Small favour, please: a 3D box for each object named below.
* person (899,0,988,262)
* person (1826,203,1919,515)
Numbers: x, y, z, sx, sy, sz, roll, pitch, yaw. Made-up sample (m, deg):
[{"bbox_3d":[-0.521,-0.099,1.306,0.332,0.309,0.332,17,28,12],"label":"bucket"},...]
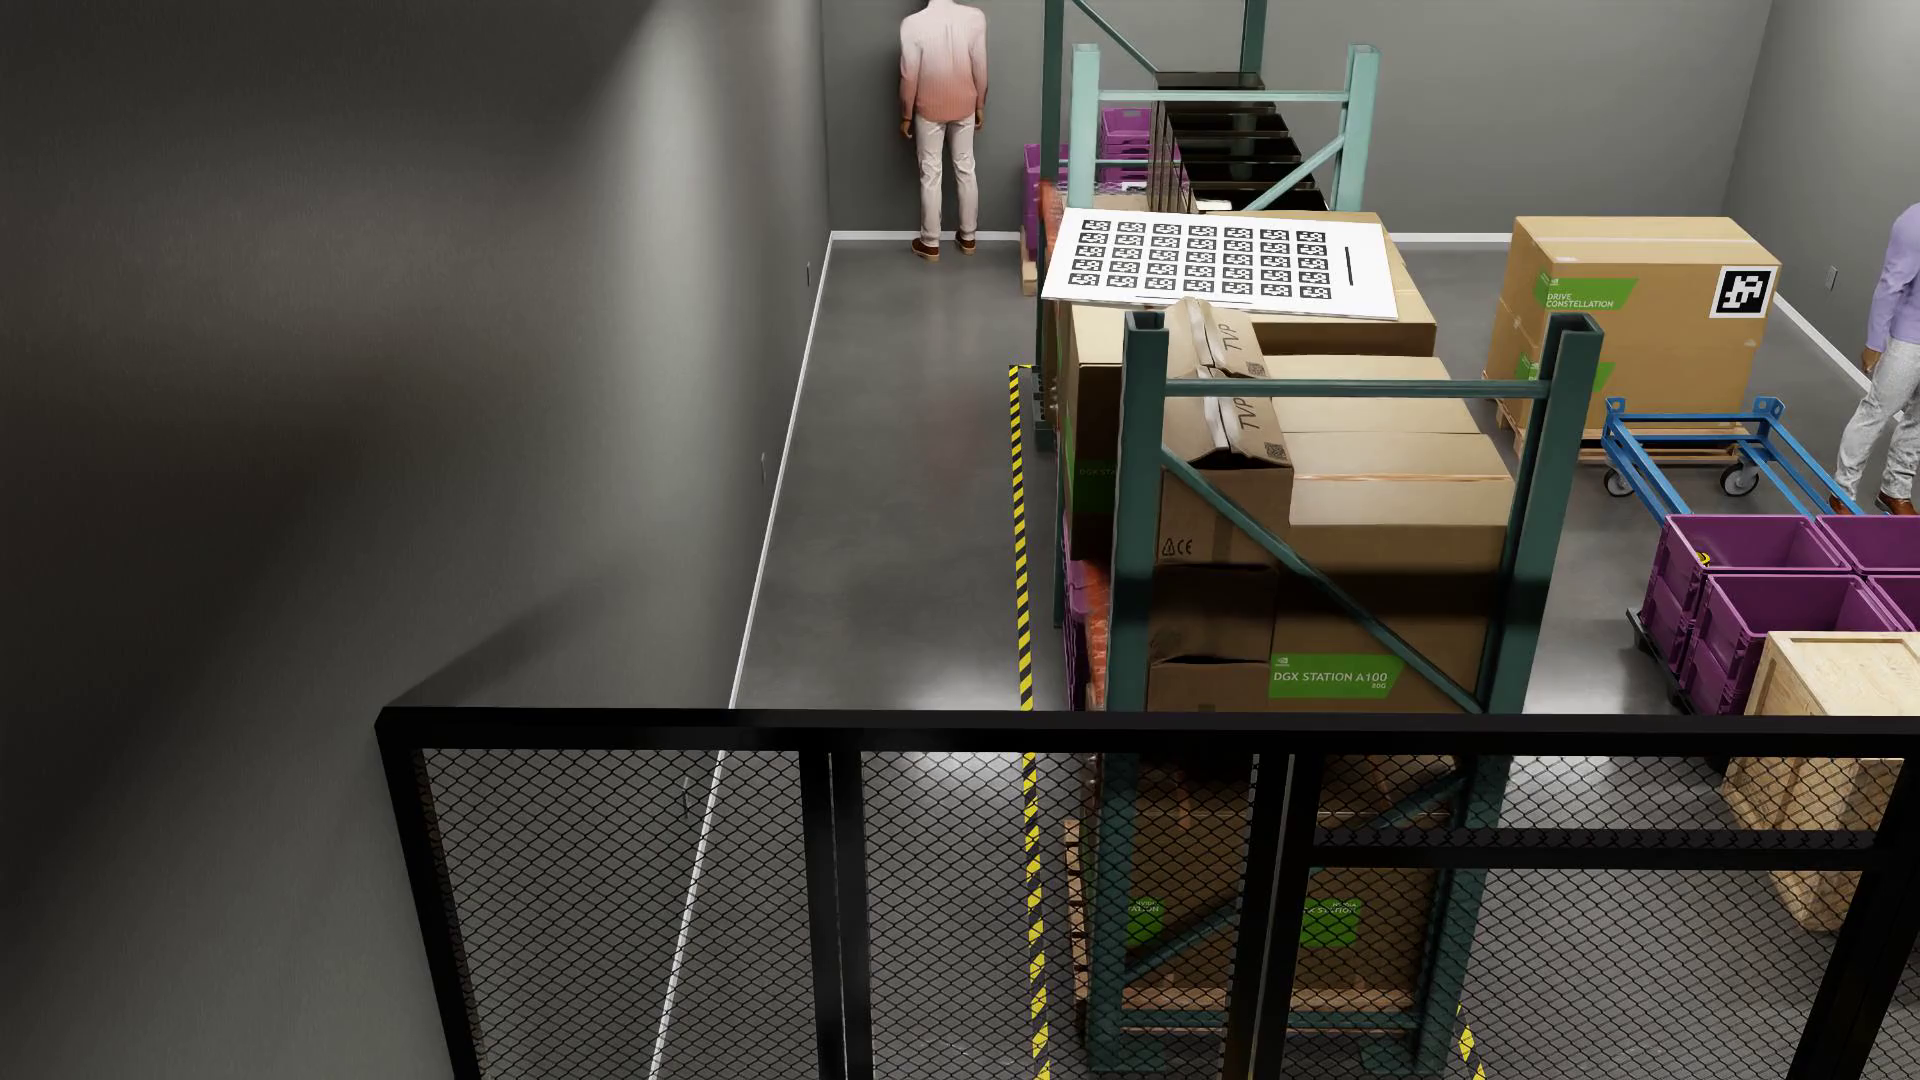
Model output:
[{"bbox_3d":[-0.114,-2.814,10.835,0.609,1.996,0.379,-12,33,-19],"label":"person"},{"bbox_3d":[4.535,-0.937,7.771,0.635,1.937,0.353,-1,31,-2],"label":"person"}]
